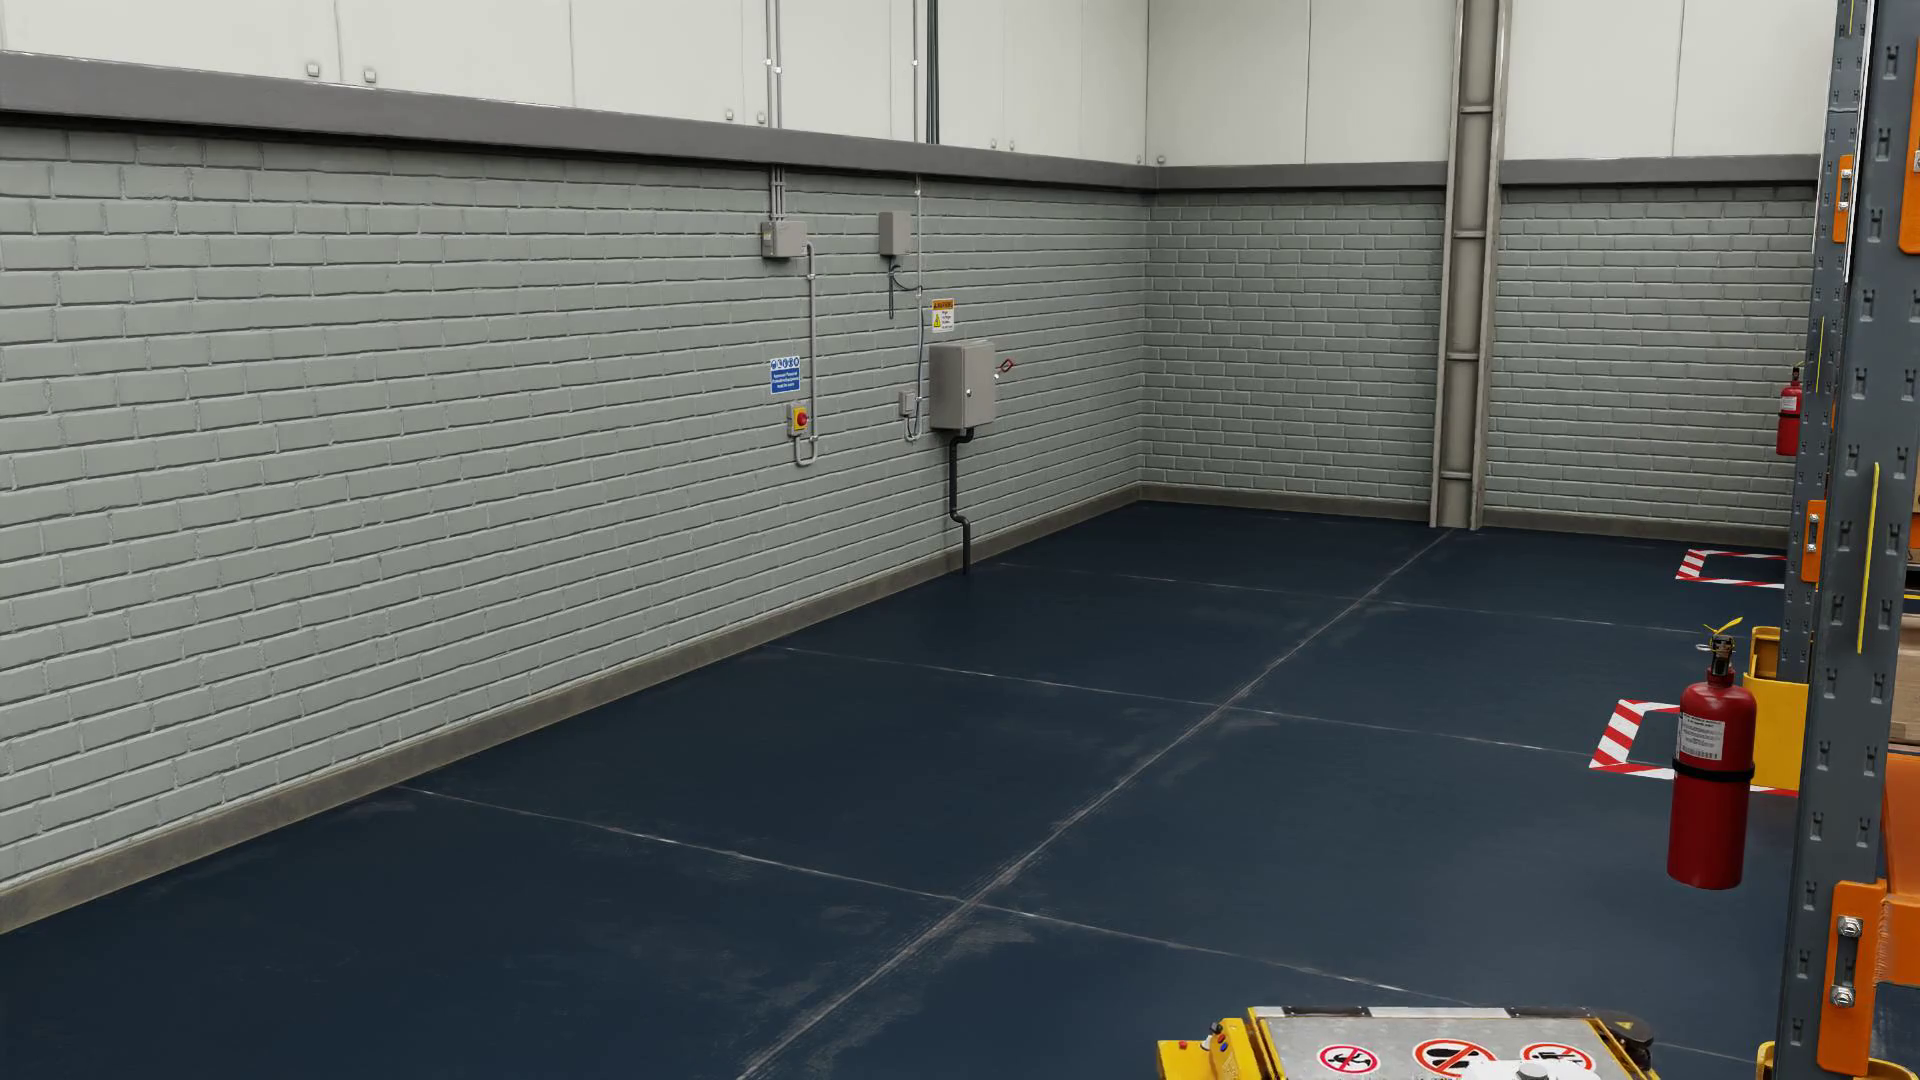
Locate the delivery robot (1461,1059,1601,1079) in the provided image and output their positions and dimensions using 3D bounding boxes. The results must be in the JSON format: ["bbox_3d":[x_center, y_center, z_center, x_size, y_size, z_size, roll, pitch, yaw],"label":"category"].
[{"bbox_3d":[1.444,1.489,3.923,0.477,0.478,0.707,-1,10,-2],"label":"delivery robot"}]

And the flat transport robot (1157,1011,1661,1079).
[{"bbox_3d":[1.303,1.543,4.657,1.431,0.197,0.652,0,10,1],"label":"flat transport robot"}]
